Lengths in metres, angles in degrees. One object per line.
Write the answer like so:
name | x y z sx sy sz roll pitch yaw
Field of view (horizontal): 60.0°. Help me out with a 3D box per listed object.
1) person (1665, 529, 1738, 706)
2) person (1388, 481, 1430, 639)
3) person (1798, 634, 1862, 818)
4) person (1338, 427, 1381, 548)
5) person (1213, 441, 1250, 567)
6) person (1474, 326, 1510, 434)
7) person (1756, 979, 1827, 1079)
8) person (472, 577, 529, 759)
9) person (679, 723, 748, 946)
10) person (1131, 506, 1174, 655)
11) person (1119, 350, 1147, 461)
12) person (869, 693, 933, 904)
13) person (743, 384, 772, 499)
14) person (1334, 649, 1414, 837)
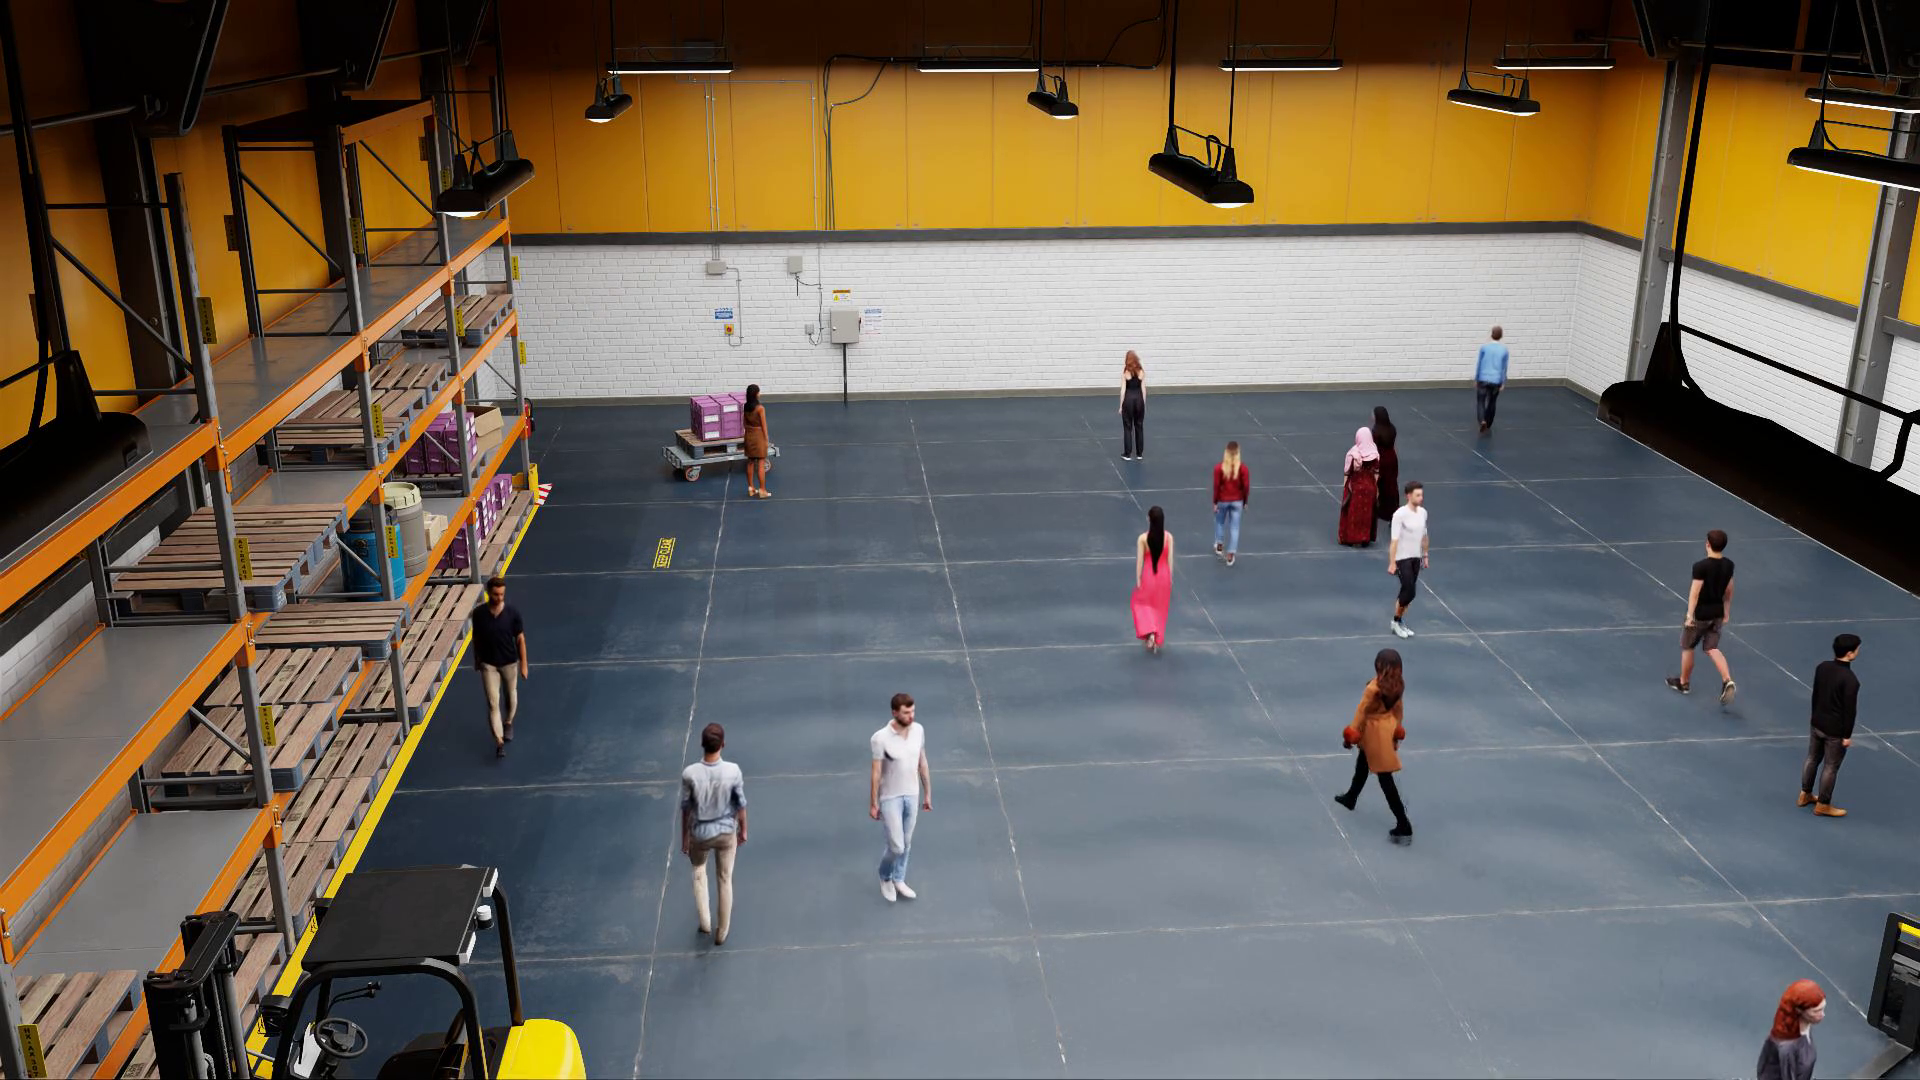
person | 7.838 0.816 17.335 0.818 1.839 1.148 -6 19 -17
person | 5.092 0.194 19.175 0.797 1.843 0.809 -13 22 -33
person | 7.877 1.651 15.036 0.725 1.722 0.511 -4 19 -11
person | 5.352 -0.709 22.184 0.725 1.634 0.674 2 19 6
person | 3.482 -0.447 21.444 0.735 1.609 0.934 3 19 9
person | 8.814 -2.645 27.685 0.937 1.792 1.212 5 19 16
person | 4.774 3.370 9.932 1.058 1.722 1.223 -17 25 -41
person | -4.526 1.182 16.303 0.810 1.804 1.162 -4 19 -13
person | -1.911 2.320 12.866 0.667 1.840 0.611 -2 19 -7
person | 2.195 0.485 18.515 0.603 1.713 0.707 -2 19 -6
person | 2.731 -2.131 26.235 0.593 1.743 0.543 -4 19 -11
person | -0.556 2.077 13.592 0.797 1.837 0.820 -14 23 -35
person | -2.987 -1.450 24.295 0.643 1.690 0.689 13 22 33
person | 3.744 1.814 14.623 1.092 1.678 1.272 -13 23 -34
